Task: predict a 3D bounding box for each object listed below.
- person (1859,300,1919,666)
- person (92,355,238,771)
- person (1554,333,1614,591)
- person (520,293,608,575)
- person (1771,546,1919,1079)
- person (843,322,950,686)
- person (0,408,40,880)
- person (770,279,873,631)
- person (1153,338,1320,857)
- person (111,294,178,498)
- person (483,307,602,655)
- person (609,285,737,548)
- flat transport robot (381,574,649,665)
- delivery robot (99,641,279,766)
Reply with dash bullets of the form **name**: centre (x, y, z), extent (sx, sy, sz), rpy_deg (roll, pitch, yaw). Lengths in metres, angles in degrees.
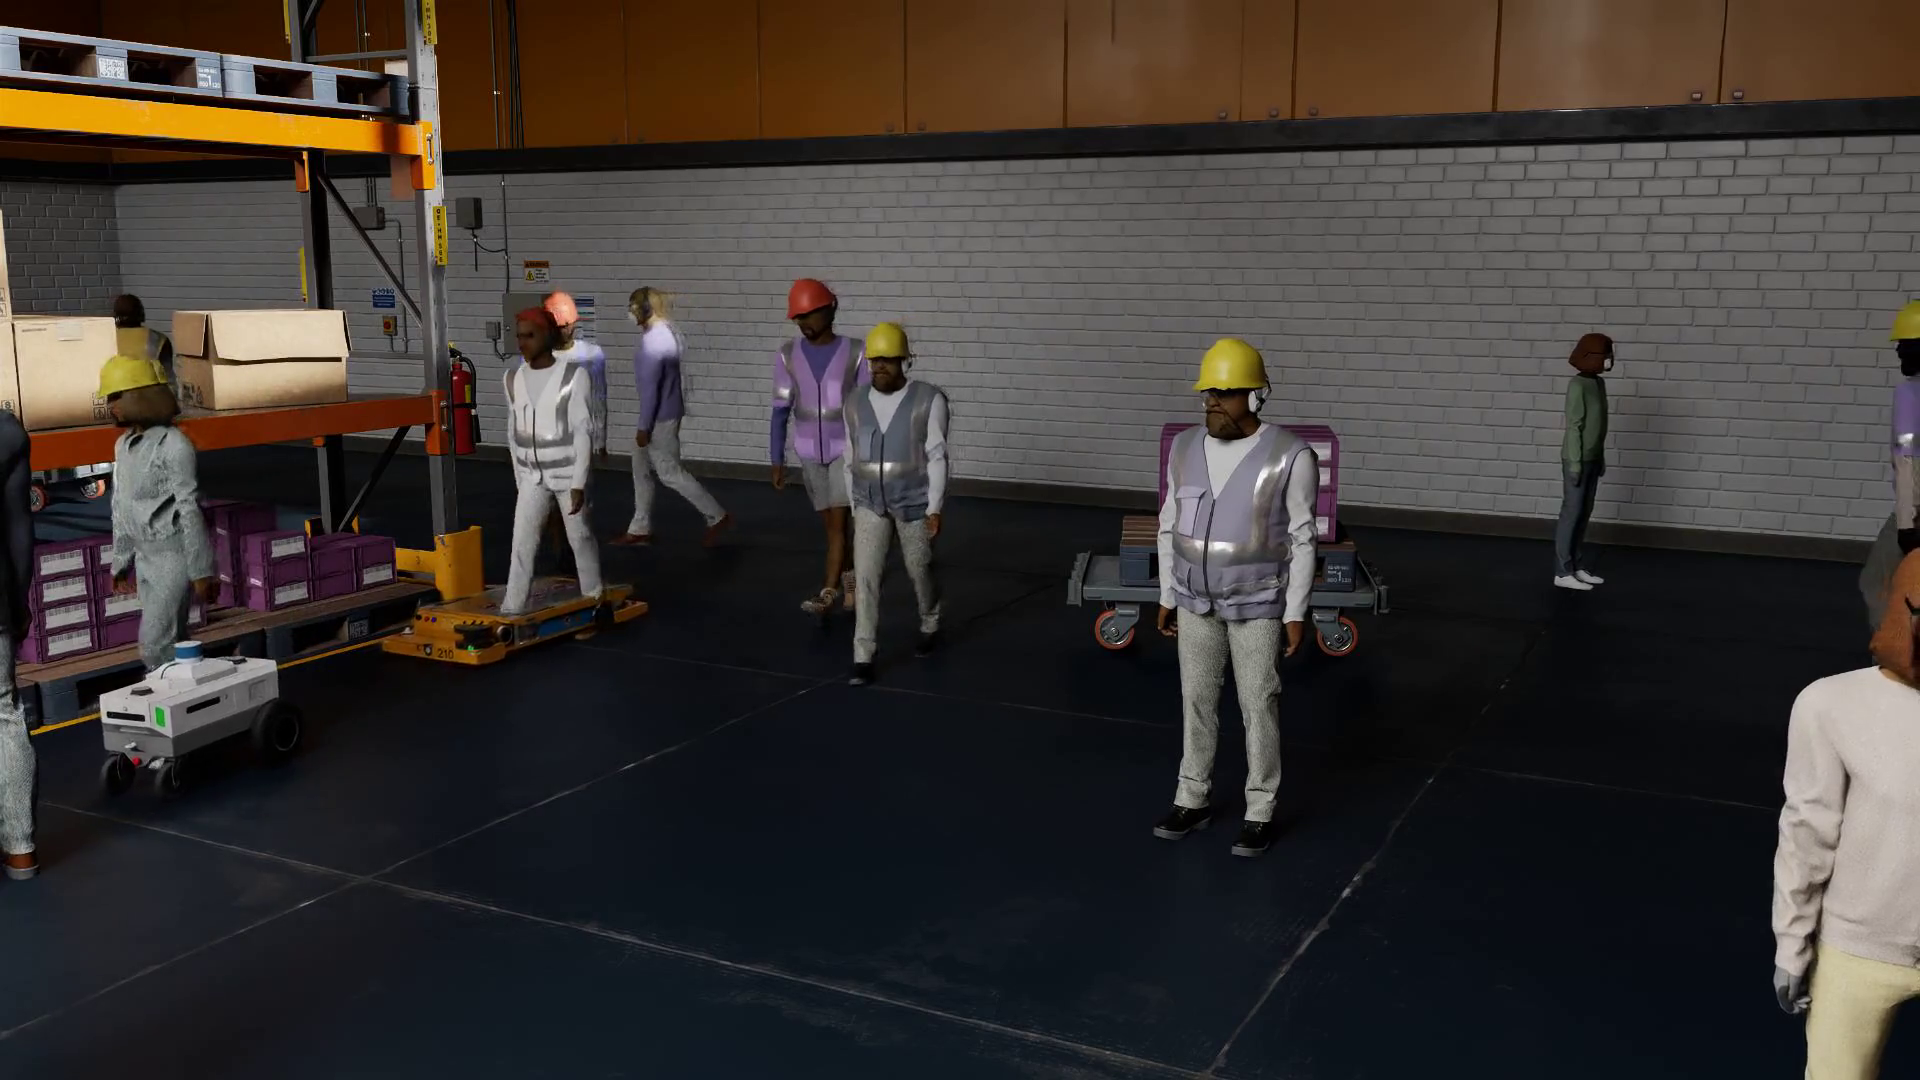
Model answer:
- **person**: centre (4.482, -0.159, 7.790), extent (0.603, 1.901, 0.594), rpy_deg (-4, 11, -24)
- **person**: centre (-3.274, 0.106, 6.807), extent (0.495, 1.718, 0.382), rpy_deg (8, 13, 38)
- **person**: centre (3.965, -0.497, 10.558), extent (0.283, 1.626, 0.502), rpy_deg (8, 12, 38)
- **person**: centre (-2.600, -0.678, 10.933), extent (0.555, 1.875, 0.703), rpy_deg (-5, 11, -25)
- **person**: centre (1.783, 0.792, 3.102), extent (0.504, 1.626, 0.284), rpy_deg (4, 11, 23)
- **person**: centre (-0.317, -0.213, 8.450), extent (0.588, 1.796, 0.935), rpy_deg (3, 10, 15)
- **person**: centre (-3.343, 0.228, 5.457), extent (0.373, 1.938, 0.630), rpy_deg (5, 11, 29)
- **person**: centre (-0.777, -0.498, 9.548), extent (0.632, 1.970, 1.074), rpy_deg (2, 10, 12)
- **person**: centre (0.955, 0.204, 5.896), extent (0.600, 1.829, 0.404), rpy_deg (7, 12, 36)
- **person**: centre (-6.338, -0.977, 12.787), extent (0.639, 1.822, 0.768), rpy_deg (-2, 10, -11)
- **person**: centre (-2.207, -0.315, 8.892), extent (0.590, 1.835, 0.962), rpy_deg (3, 10, 19)
- **person**: centre (-2.074, -0.869, 11.936), extent (0.882, 1.911, 0.627), rpy_deg (-1, 10, -6)
- **flat transport robot**: centre (-2.422, 0.415, 9.189), extent (0.652, 0.197, 1.431), rpy_deg (5, 11, 26)
- **delivery robot**: centre (-3.106, 0.652, 6.728), extent (0.477, 0.478, 0.707), rpy_deg (3, 10, 17)
